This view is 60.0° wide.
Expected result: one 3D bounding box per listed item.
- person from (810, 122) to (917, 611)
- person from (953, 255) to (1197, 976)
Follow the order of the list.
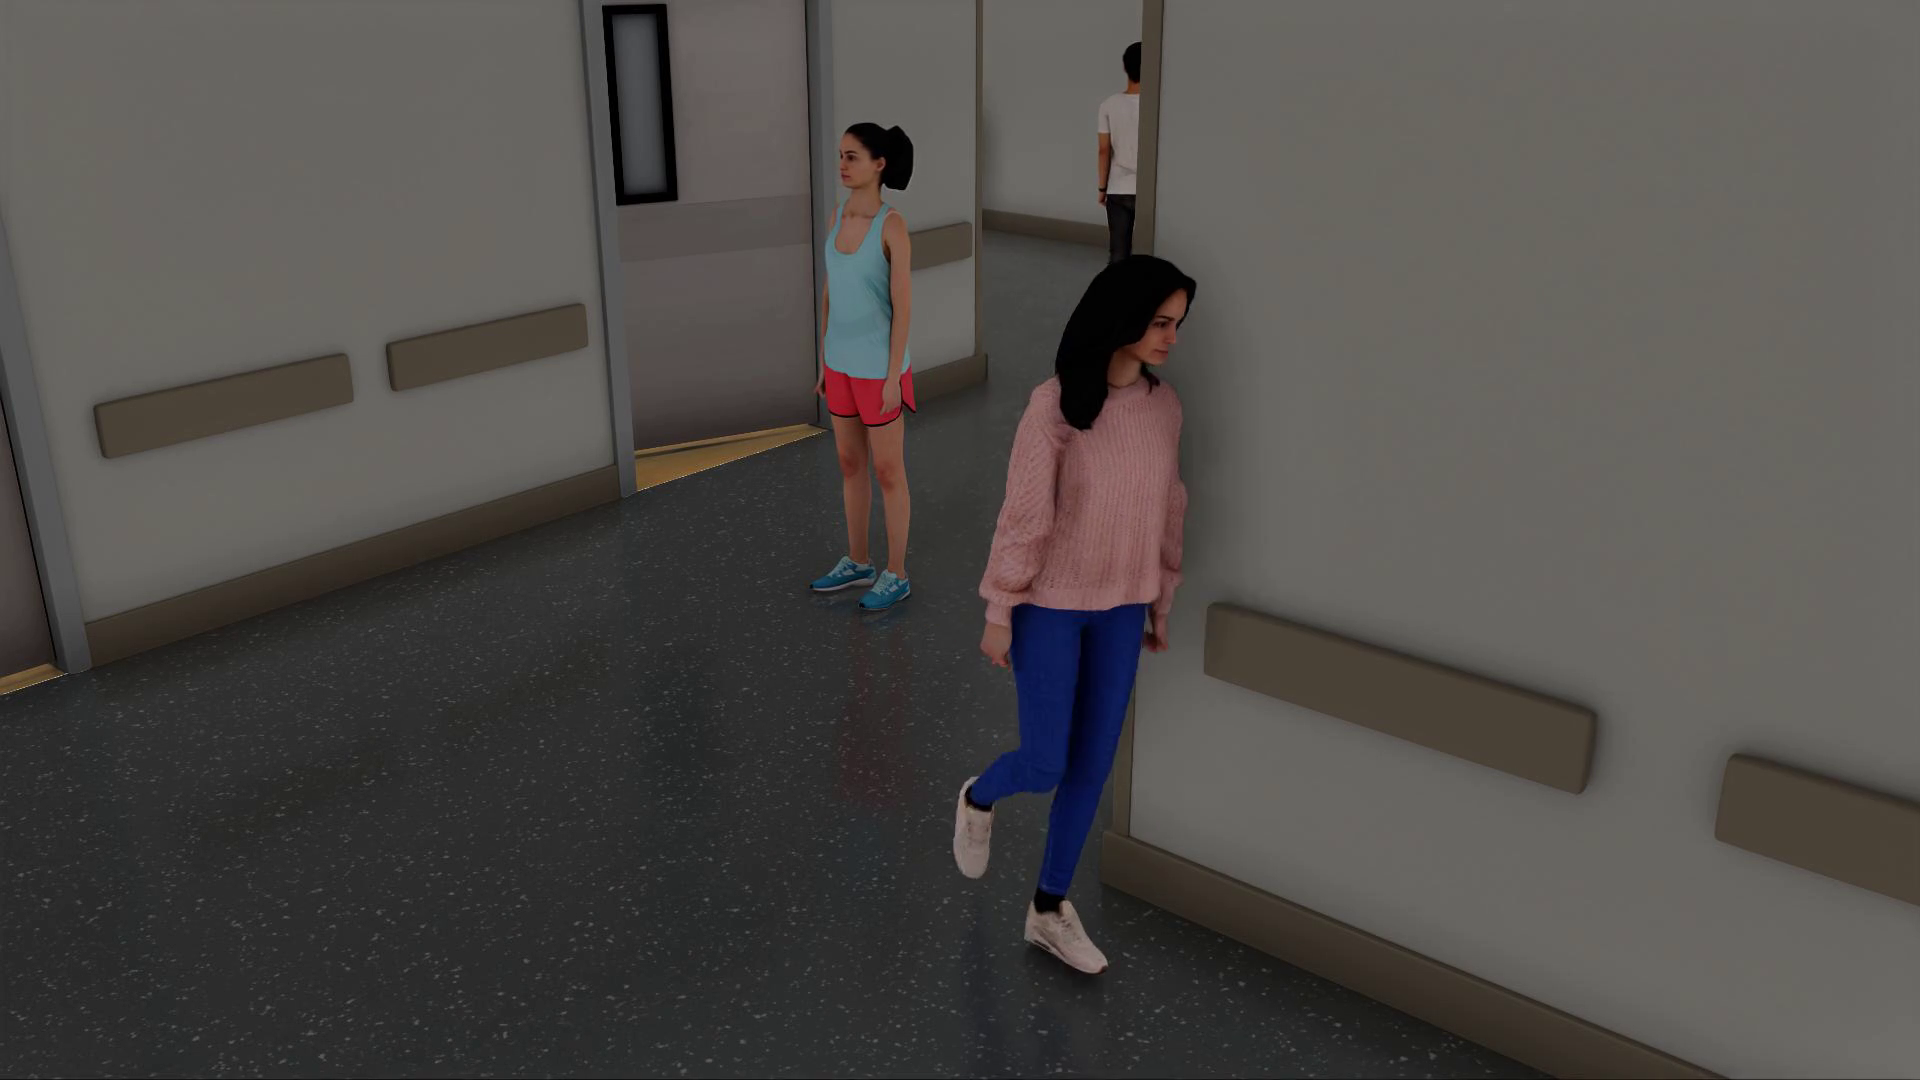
[{"bbox_3d":[-0.340,-0.619,6.051,0.592,1.765,0.600,19,28,41],"label":"person"},{"bbox_3d":[0.247,0.171,4.010,0.910,1.734,0.924,-9,22,-22],"label":"person"}]
